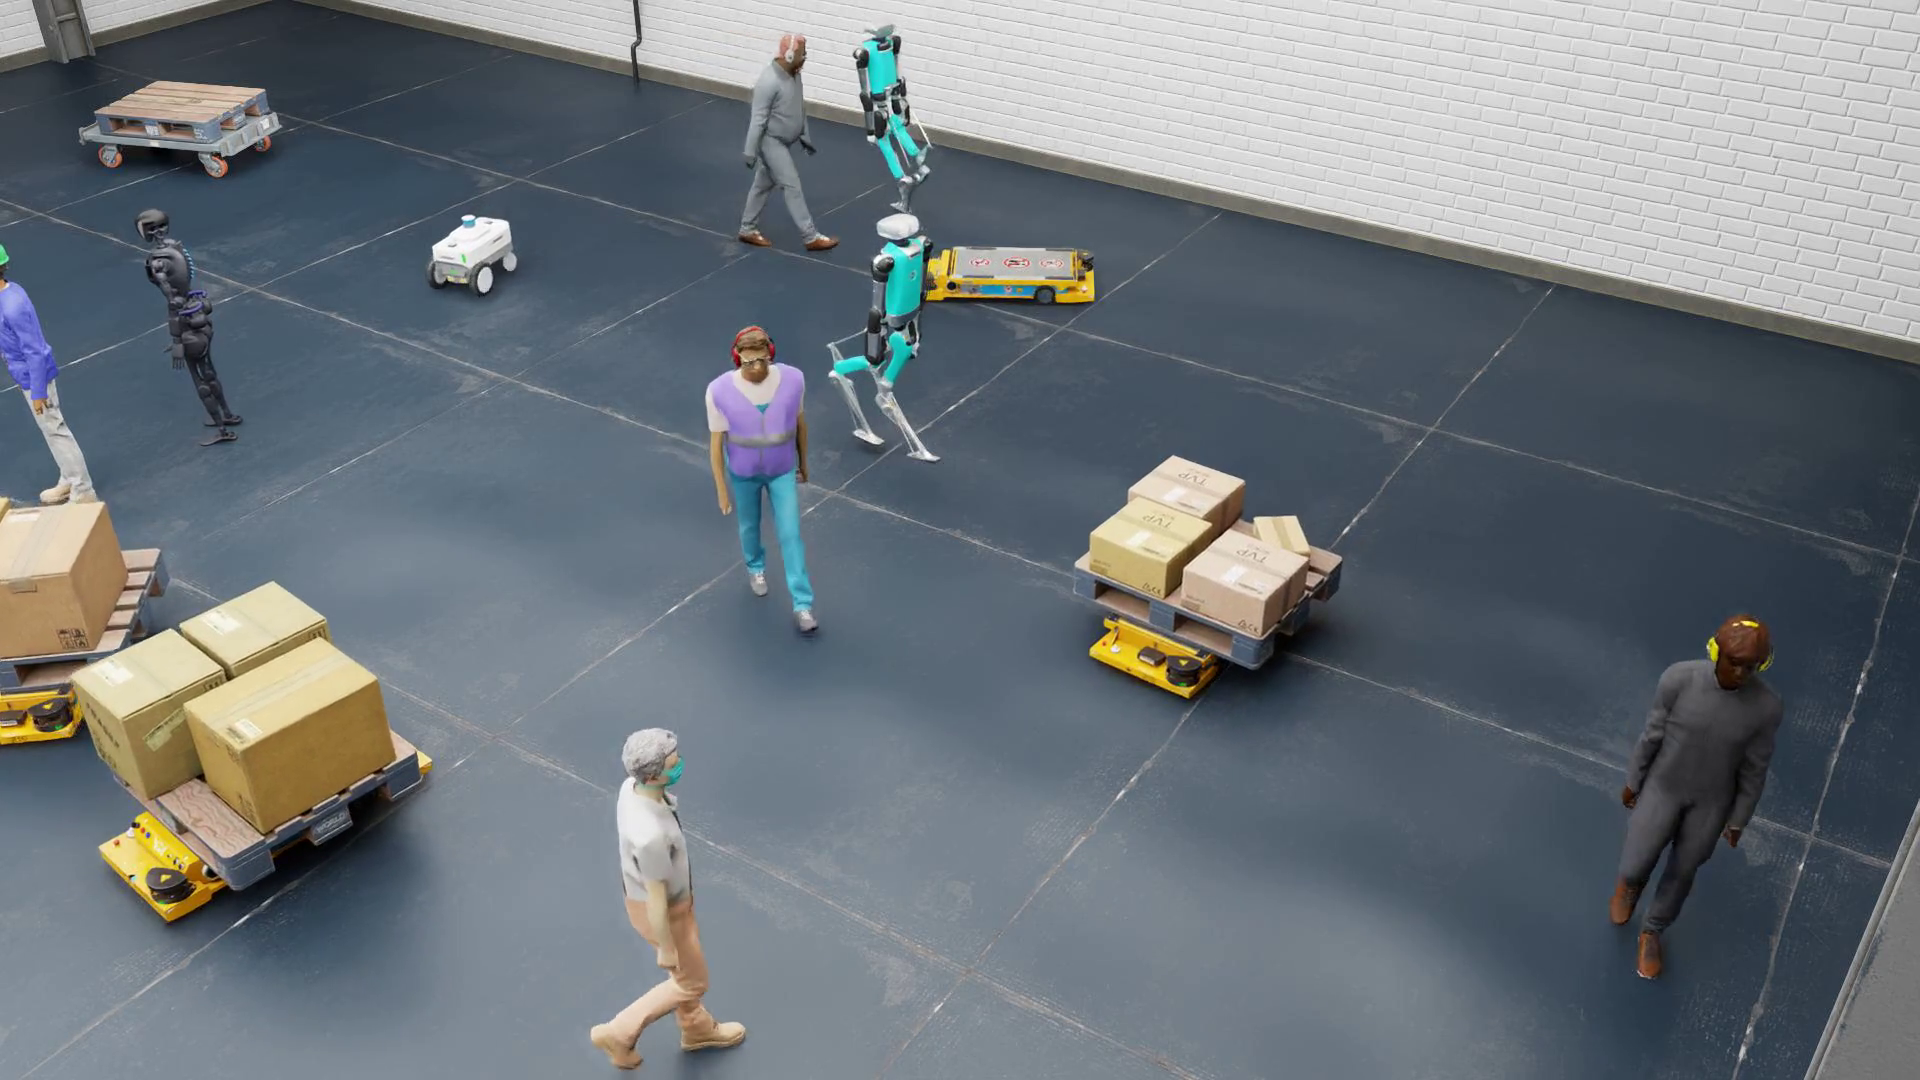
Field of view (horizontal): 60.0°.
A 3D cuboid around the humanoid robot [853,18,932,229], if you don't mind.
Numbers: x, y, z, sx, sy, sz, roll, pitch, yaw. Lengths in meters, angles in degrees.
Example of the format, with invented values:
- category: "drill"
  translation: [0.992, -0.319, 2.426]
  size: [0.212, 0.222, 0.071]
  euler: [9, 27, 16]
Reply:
- category: "humanoid robot"
  translation: [-0.511, -3.547, 14.523]
  size: [0.721, 1.898, 0.560]
  euler: [23, 39, 31]

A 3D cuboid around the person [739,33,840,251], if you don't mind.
- category: "person"
  translation: [-1.476, -3.322, 13.979]
  size: [0.999, 1.830, 0.652]
  euler: [6, 33, 8]

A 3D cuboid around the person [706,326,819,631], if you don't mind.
- category: "person"
  translation: [-1.103, -0.345, 9.376]
  size: [0.566, 1.803, 0.901]
  euler: [-8, 34, -12]

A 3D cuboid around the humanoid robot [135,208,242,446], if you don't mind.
- category: "humanoid robot"
  translation: [-5.199, -1.444, 11.201]
  size: [0.305, 1.653, 0.609]
  euler: [-7, 33, -11]

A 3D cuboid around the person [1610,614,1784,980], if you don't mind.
- category: "person"
  translation: [3.108, 1.095, 7.077]
  size: [0.525, 1.859, 0.438]
  euler: [13, 35, 19]

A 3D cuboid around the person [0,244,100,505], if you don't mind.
- category: "person"
  translation: [-5.791, -1.001, 10.333]
  size: [0.359, 1.871, 0.463]
  euler: [-21, 38, -29]

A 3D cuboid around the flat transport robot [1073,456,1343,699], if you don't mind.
- category: "flat transport robot"
  translation: [1.417, 0.395, 9.641]
  size: [0.659, 0.231, 1.431]
  euler: [22, 39, 31]

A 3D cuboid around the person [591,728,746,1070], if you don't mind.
- category: "person"
  translation: [-1.213, 1.461, 6.627]
  size: [0.540, 1.733, 0.497]
  euler: [-7, 33, -11]

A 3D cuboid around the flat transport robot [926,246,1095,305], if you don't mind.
- category: "flat transport robot"
  translation: [0.382, -2.169, 13.632]
  size: [1.431, 0.231, 0.659]
  euler: [1, 33, 2]

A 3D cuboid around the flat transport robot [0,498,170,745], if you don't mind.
- category: "flat transport robot"
  translation: [-5.114, 0.633, 9.272]
  size: [0.659, 0.231, 1.431]
  euler: [-5, 33, -8]

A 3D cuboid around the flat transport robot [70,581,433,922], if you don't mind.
- category: "flat transport robot"
  translation: [-3.421, 1.292, 8.246]
  size: [0.659, 0.231, 1.431]
  euler: [25, 40, 33]

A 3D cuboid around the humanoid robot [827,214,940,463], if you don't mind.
- category: "humanoid robot"
  translation: [-0.551, -1.328, 10.982]
  size: [0.873, 1.785, 0.542]
  euler: [22, 39, 30]

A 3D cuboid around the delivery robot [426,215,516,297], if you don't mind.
- category: "delivery robot"
  translation: [-4.004, -2.371, 13.673]
  size: [0.499, 0.587, 0.789]
  euler: [11, 34, 17]
